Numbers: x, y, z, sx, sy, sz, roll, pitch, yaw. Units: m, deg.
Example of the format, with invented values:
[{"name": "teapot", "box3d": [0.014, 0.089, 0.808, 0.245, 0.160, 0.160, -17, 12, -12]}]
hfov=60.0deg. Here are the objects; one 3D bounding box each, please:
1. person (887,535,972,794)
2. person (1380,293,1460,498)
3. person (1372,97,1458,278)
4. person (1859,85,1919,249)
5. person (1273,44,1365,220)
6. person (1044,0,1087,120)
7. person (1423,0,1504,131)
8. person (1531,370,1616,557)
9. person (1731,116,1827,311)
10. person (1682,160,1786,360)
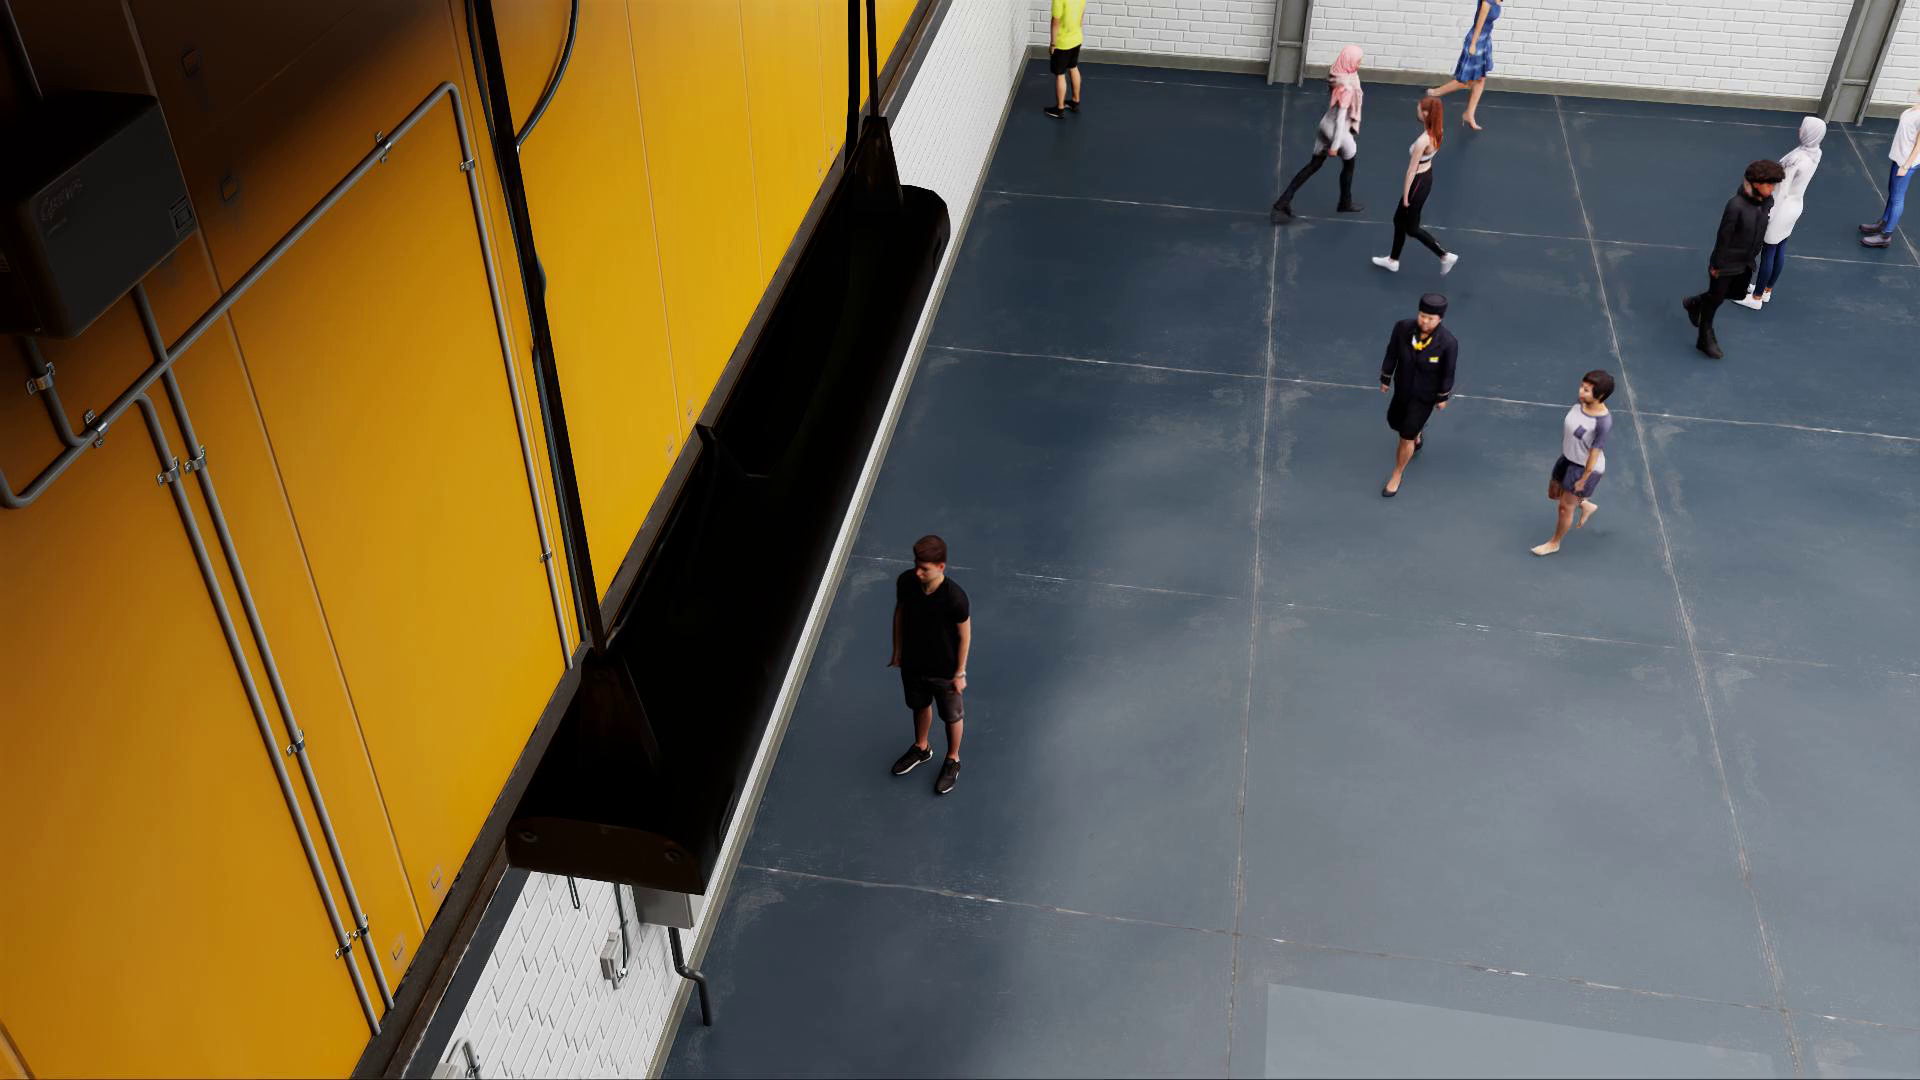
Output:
[{"name": "person", "box3d": [-0.158, 0.719, 10.044, 0.655, 1.862, 0.820, 21, 43, 24]}, {"name": "person", "box3d": [3.463, -1.141, 12.540, 1.058, 1.654, 1.041, 27, 46, 29]}, {"name": "person", "box3d": [4.199, -3.120, 14.961, 1.119, 1.725, 0.881, 25, 45, 28]}, {"name": "person", "box3d": [8.827, -3.535, 15.513, 0.589, 1.684, 0.645, 14, 41, 17]}, {"name": "person", "box3d": [3.470, -3.843, 15.841, 1.274, 1.756, 0.943, -8, 39, -10]}, {"name": "person", "box3d": [1.161, -5.376, 17.802, 0.695, 1.705, 0.720, -31, 48, -33]}, {"name": "person", "box3d": [5.353, -5.161, 17.474, 1.002, 1.778, 0.826, 17, 41, 20]}, {"name": "person", "box3d": [4.489, -0.560, 11.893, 0.871, 1.553, 0.741, -8, 39, -10]}, {"name": "person", "box3d": [7.239, -2.867, 14.604, 0.684, 1.776, 0.728, -27, 46, -30]}, {"name": "person", "box3d": [6.493, -2.425, 14.068, 0.933, 1.753, 0.950, -14, 41, -17]}]
